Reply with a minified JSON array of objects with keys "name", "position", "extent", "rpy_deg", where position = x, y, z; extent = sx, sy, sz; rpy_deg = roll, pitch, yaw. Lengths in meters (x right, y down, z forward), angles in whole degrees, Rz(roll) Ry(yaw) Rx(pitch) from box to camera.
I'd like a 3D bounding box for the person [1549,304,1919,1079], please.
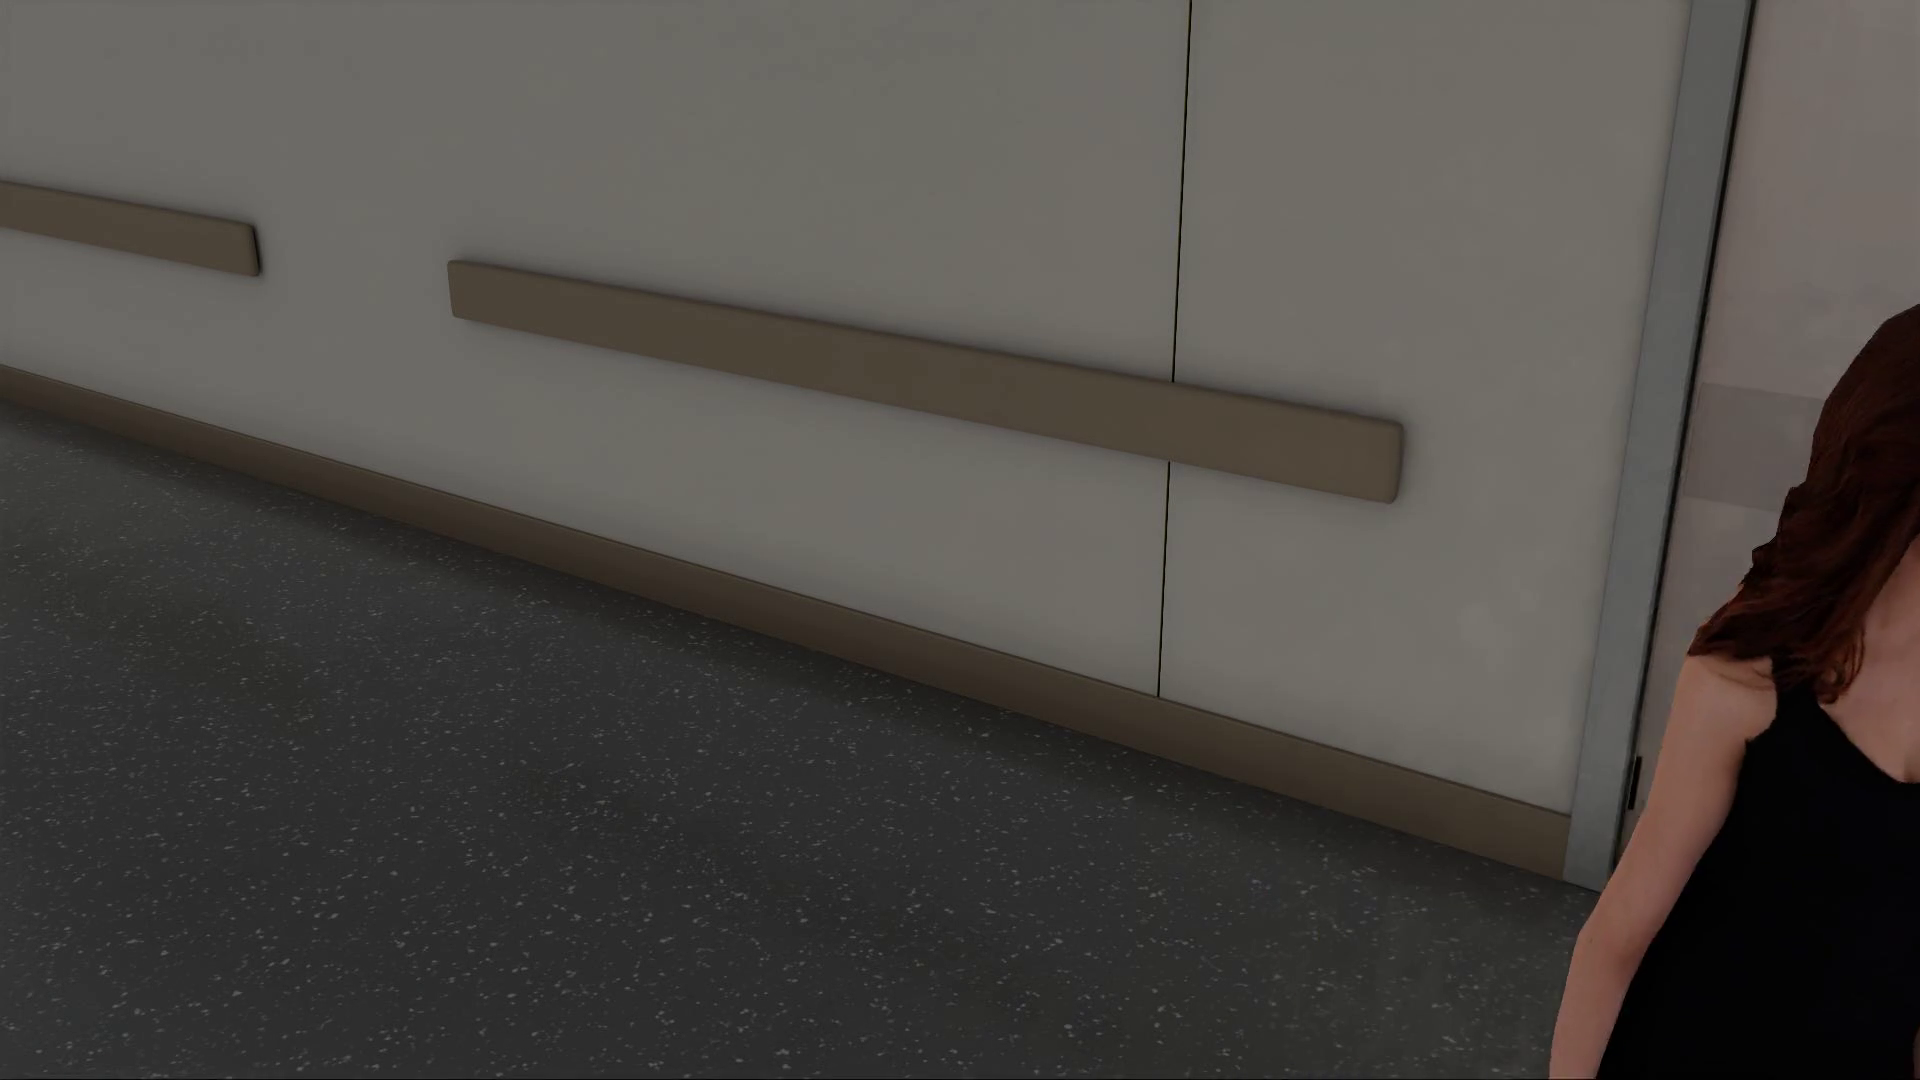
[{"name":"person","position":[0.804,0.578,1.839],"extent":[0.797,1.707,0.865],"rpy_deg":[-1,21,-2]}]
